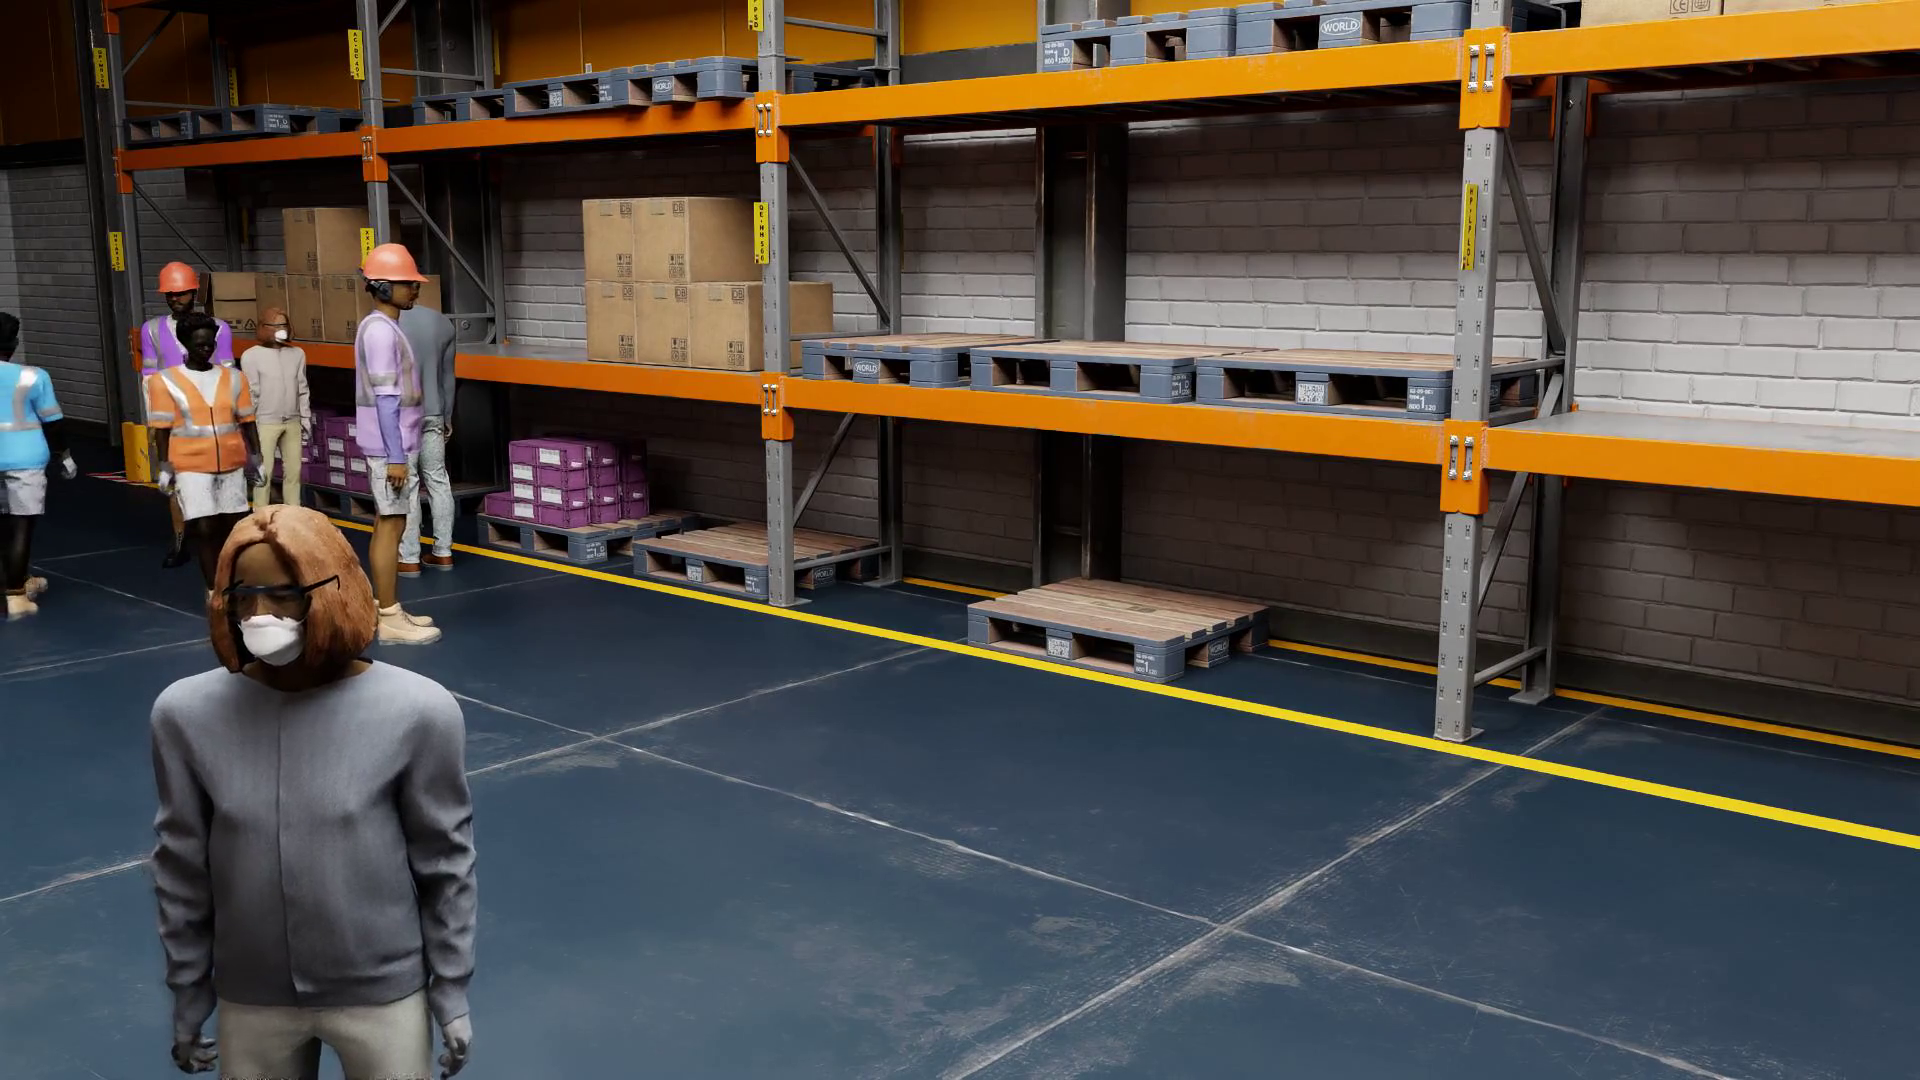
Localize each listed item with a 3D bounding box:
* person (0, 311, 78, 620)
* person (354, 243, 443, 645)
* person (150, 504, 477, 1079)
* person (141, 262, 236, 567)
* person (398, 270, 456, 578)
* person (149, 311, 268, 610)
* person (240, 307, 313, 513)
[{"bbox_3d":[-5.220,-0.430,9.276,0.543,1.673,0.752,0,10,0],"label":"person"},{"bbox_3d":[-2.895,-0.488,8.552,0.397,2.043,0.610,-4,11,-20],"label":"person"},{"bbox_3d":[-1.030,0.746,2.692,0.501,1.632,0.287,-1,10,-3],"label":"person"},{"bbox_3d":[-4.878,-0.786,10.552,0.552,1.935,0.373,-3,10,-15],"label":"person"},{"bbox_3d":[-3.388,-0.738,10.275,0.372,1.940,0.629,7,12,34],"label":"person"},{"bbox_3d":[-4.063,-0.390,9.022,0.548,1.688,0.457,-9,14,-43],"label":"person"},{"bbox_3d":[-4.704,-0.791,11.478,0.284,1.625,0.492,6,12,32],"label":"person"}]
